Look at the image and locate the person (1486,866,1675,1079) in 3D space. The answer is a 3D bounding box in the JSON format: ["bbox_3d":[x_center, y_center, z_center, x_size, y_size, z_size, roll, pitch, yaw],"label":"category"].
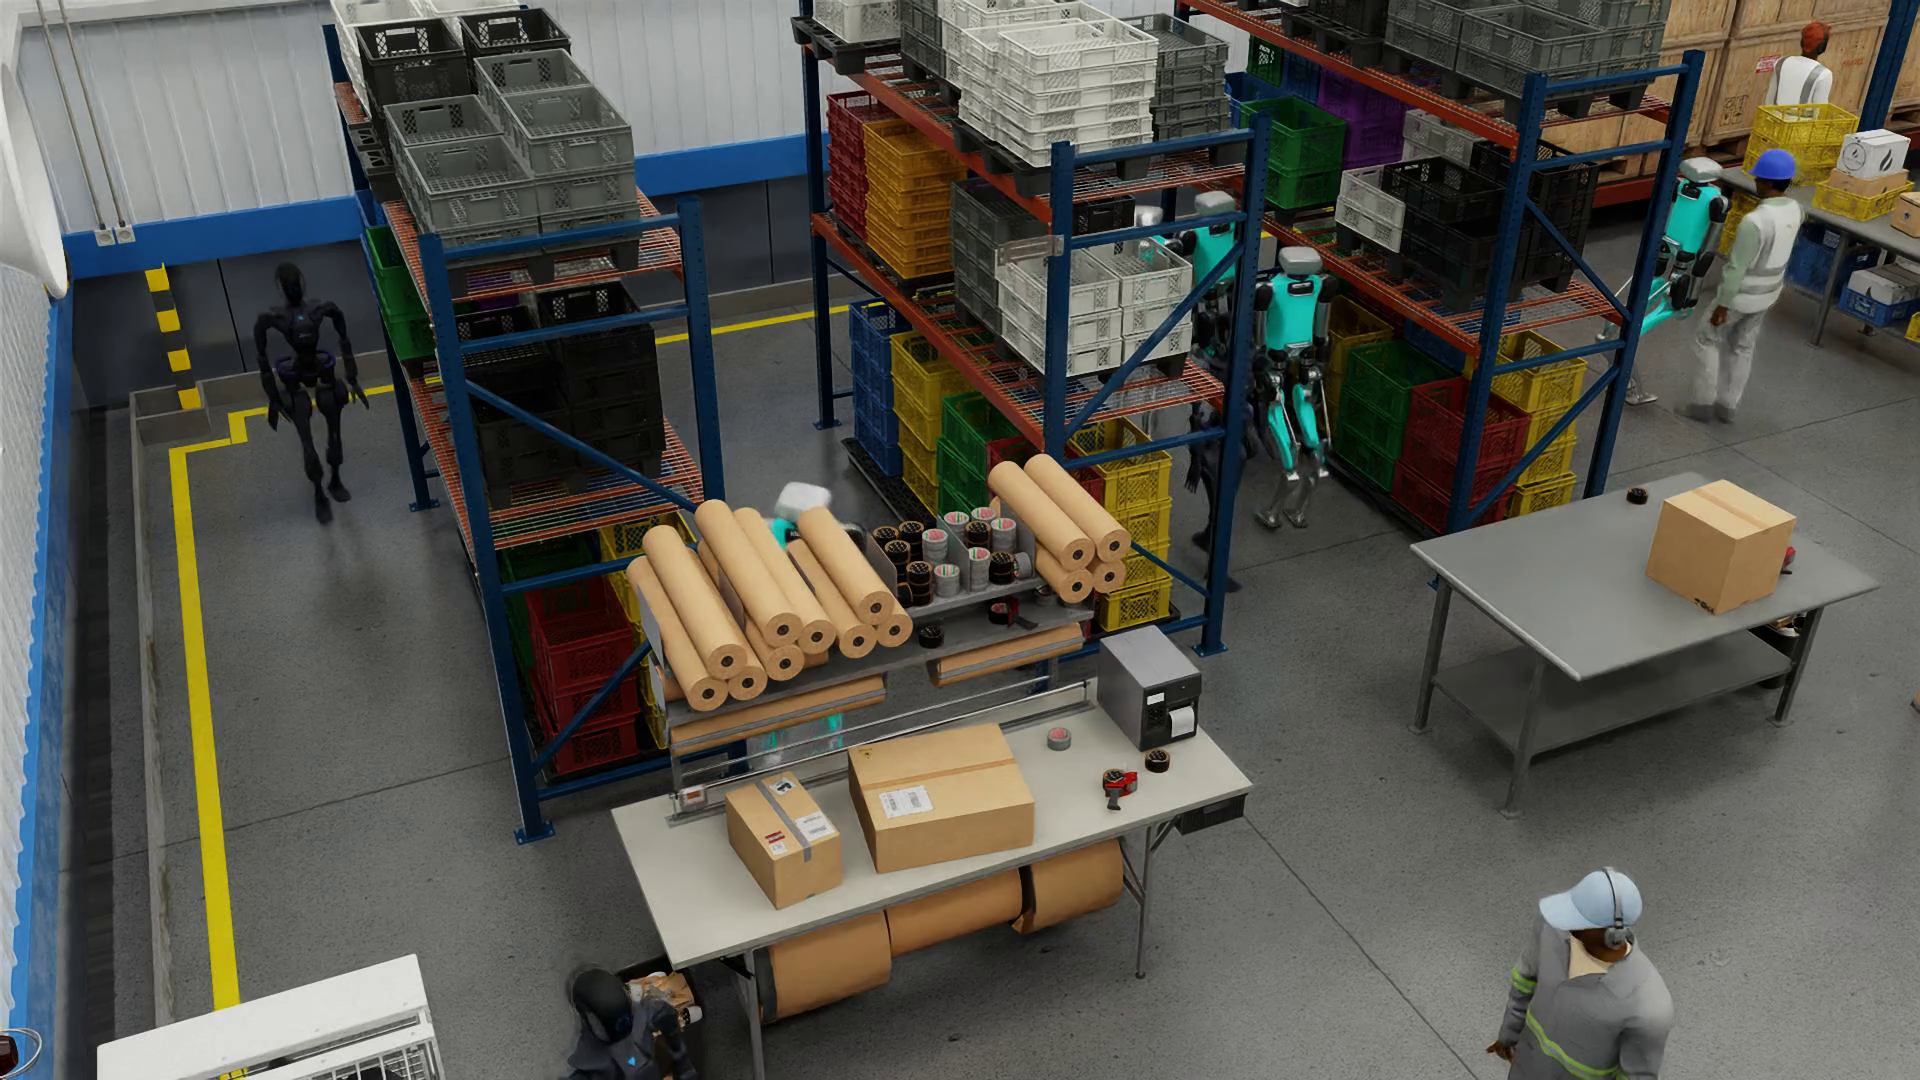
[{"bbox_3d":[1.996,1.795,5.548,0.396,1.849,0.587,-12,34,-19],"label":"person"}]

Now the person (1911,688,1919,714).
[{"bbox_3d":[5.221,0.046,8.206,0.613,2.042,0.371,-12,34,-18],"label":"person"}]

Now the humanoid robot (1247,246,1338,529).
[{"bbox_3d":[2.016,-0.823,9.853,0.530,1.740,0.692,-9,33,-15],"label":"humanoid robot"}]

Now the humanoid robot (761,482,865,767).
[{"bbox_3d":[-0.721,0.683,7.527,0.531,1.790,1.044,4,32,6],"label":"humanoid robot"}]

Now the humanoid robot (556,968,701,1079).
[{"bbox_3d":[-1.017,2.004,5.410,0.766,1.630,0.601,23,38,32],"label":"humanoid robot"}]

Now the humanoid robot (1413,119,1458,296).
[{"bbox_3d":[3.715,-2.518,12.713,0.596,1.641,0.384,-15,35,-23],"label":"humanoid robot"}]

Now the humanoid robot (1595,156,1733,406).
[{"bbox_3d":[4.672,-1.727,11.279,0.739,1.692,0.534,-10,33,-16],"label":"humanoid robot"}]

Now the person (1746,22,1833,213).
[{"bbox_3d":[6.947,-3.372,13.906,0.356,1.884,0.574,-14,34,-21],"label":"person"}]

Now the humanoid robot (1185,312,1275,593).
[{"bbox_3d":[1.560,-0.545,9.538,0.608,1.641,0.613,-19,36,-28],"label":"humanoid robot"}]

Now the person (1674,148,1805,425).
[{"bbox_3d":[5.210,-1.663,11.081,0.637,1.940,0.481,-19,37,-28],"label":"person"}]

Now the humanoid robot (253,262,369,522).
[{"bbox_3d":[-3.938,-0.925,10.135,0.587,1.645,0.526,-18,36,-27],"label":"humanoid robot"}]

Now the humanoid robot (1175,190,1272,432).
[{"bbox_3d":[1.779,-1.306,10.671,0.565,1.741,0.851,-18,36,-27],"label":"humanoid robot"}]

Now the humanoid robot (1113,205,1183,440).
[{"bbox_3d":[1.157,-1.413,10.800,0.531,1.722,0.723,6,32,9],"label":"humanoid robot"}]
